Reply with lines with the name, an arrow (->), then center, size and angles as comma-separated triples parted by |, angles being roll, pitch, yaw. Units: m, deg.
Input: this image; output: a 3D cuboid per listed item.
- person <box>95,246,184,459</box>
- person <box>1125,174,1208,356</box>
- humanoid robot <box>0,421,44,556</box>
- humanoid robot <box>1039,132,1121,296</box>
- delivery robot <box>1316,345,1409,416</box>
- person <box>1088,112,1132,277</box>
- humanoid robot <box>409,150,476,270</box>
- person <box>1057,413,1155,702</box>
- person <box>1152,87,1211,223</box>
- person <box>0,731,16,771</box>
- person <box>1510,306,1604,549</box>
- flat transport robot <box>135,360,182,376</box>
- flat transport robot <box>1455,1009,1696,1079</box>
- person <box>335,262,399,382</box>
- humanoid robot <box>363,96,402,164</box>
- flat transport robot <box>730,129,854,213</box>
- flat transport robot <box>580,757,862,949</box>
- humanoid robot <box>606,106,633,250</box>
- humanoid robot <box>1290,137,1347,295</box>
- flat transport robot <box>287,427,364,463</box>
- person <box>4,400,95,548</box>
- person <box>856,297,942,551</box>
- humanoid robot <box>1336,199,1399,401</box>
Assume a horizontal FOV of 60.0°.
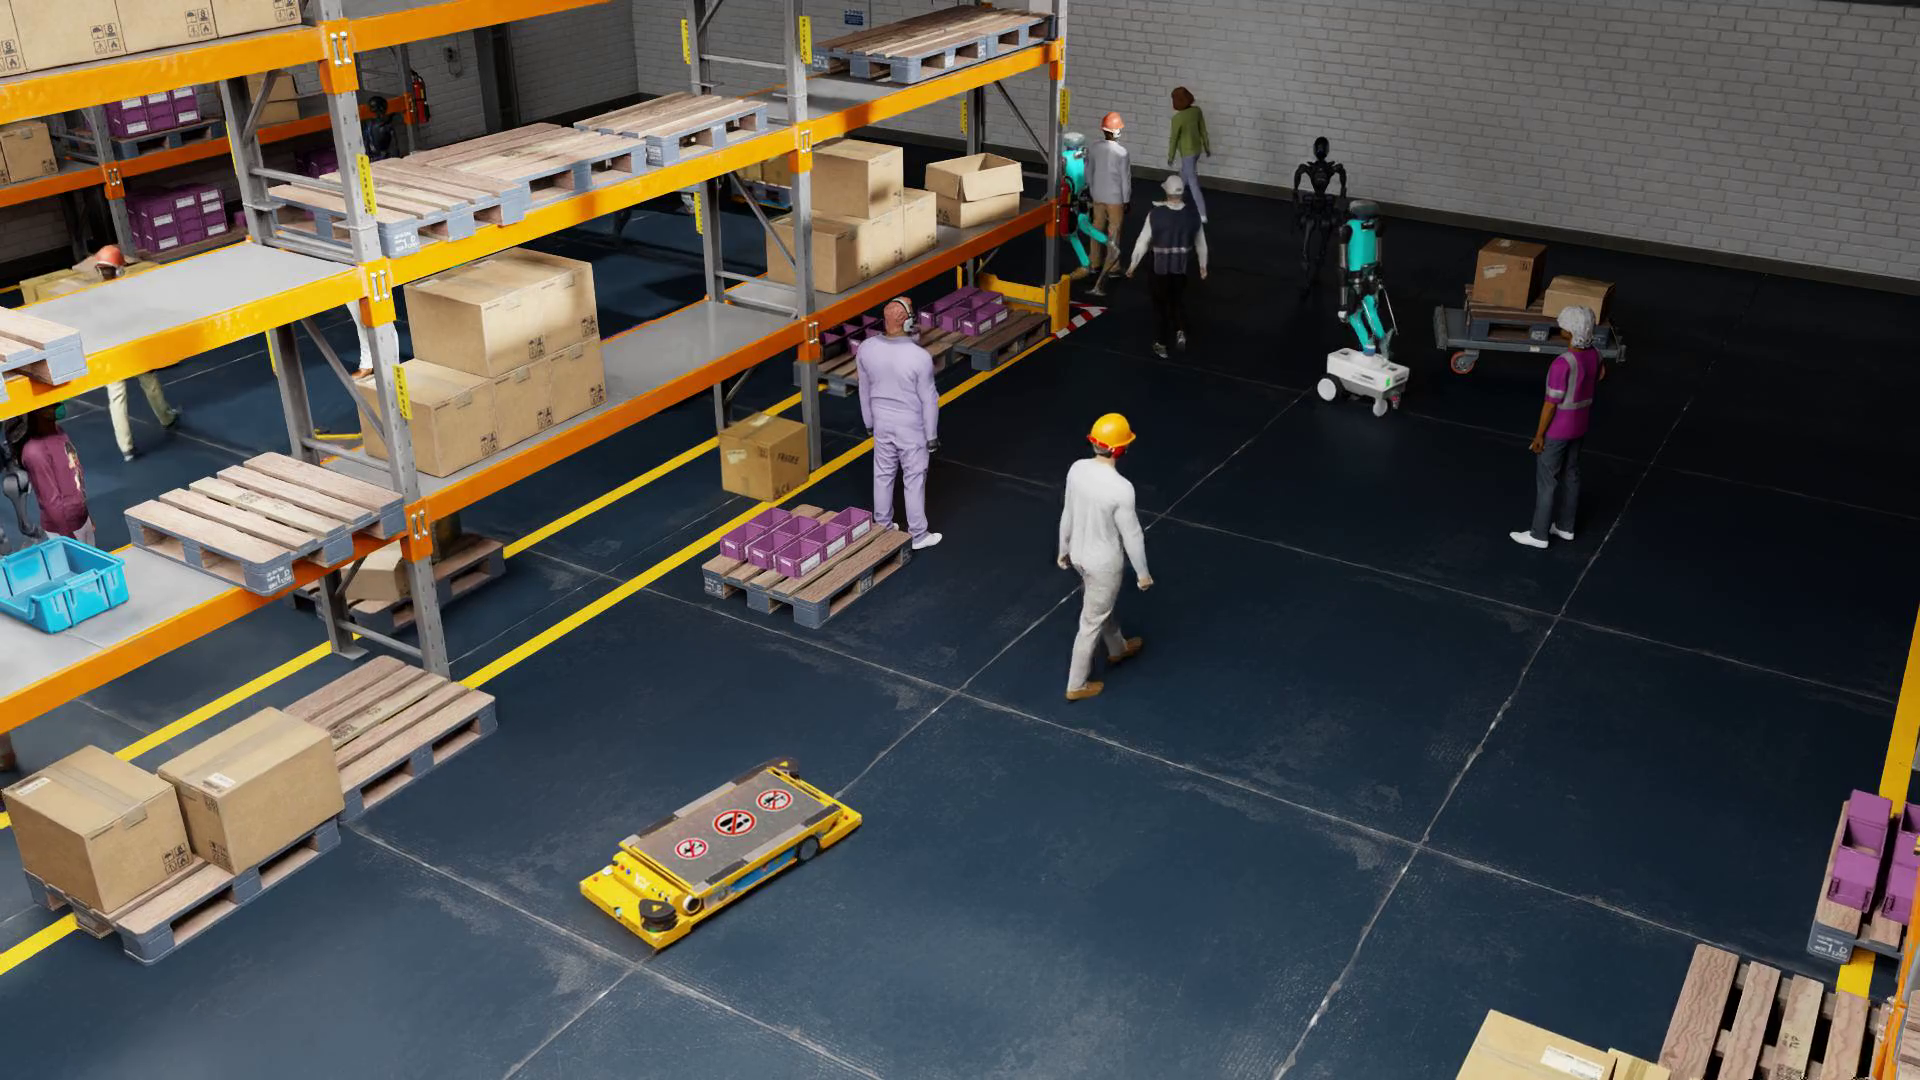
person -> -6.882, -1.583, 13.729 | 0.585, 1.687, 0.903 | -1, 27, -1
person -> 1.951, -2.562, 15.616 | 0.748, 1.744, 0.458 | -7, 28, -13
humanoid robot -> -6.759, -0.504, 11.661 | 0.588, 1.615, 0.640 | -11, 29, -21
humanoid robot -> 1.287, -3.254, 16.981 | 0.968, 1.744, 0.543 | 17, 31, 30
delivery robot -> 3.579, -1.441, 14.738 | 0.517, 0.609, 0.781 | -21, 34, -35
person -> 1.614, -3.704, 17.850 | 0.561, 1.755, 0.320 | 23, 35, 38
humanoid robot -> -5.046, -3.011, 16.552 | 0.542, 1.814, 0.756 | 24, 35, 39
person -> 0.960, 0.073, 10.297 | 0.881, 1.859, 0.600 | -18, 32, -32
person -> 2.678, -4.601, 19.804 | 0.837, 1.578, 0.557 | 22, 34, 36
person -> -5.821, 0.541, 9.424 | 0.657, 1.821, 0.434 | -18, 32, -31
person -> 4.384, -0.821, 12.080 | 0.519, 1.840, 0.316 | -16, 31, -29
flat transport robot -> -8.084, -1.650, 15.449 | 1.431, 0.231, 0.659 | -20, 33, -34
flat transport robot -> 2.605, 2.705, 6.869 | 0.659, 0.231, 1.431 | 16, 31, 28
person -> -5.368, -2.334, 14.955 | 0.630, 1.940, 0.370 | 12, 29, 23
humanoid robot -> -6.559, -4.259, 19.047 | 0.608, 1.643, 0.602 | 16, 31, 28
flat transport robot -> -2.087, -4.239, 20.550 | 1.431, 0.231, 0.659 | 19, 32, 33
flat transport robot -> -1.265, 1.649, 8.949 | 0.659, 0.231, 1.431 | 23, 35, 37
humanoid robot -> -3.876, -4.072, 18.688 | 0.428, 1.635, 0.609 | 9, 28, 18
humanoid robot -> 3.749, -3.376, 17.309 | 0.600, 1.640, 0.630 | 4, 27, 7
flat transport robot -> -5.045, -0.534, 13.250 | 0.659, 0.231, 1.431 | -2, 27, -4
person -> -5.689, -0.123, 10.582 | 0.422, 1.954, 0.491 | -7, 28, -13
person -> -0.418, -0.835, 12.036 | 0.638, 1.908, 0.413 | 14, 30, 26
humanoid robot -> 3.629, -2.058, 14.624 | 0.547, 1.772, 0.705 | -17, 32, -31
